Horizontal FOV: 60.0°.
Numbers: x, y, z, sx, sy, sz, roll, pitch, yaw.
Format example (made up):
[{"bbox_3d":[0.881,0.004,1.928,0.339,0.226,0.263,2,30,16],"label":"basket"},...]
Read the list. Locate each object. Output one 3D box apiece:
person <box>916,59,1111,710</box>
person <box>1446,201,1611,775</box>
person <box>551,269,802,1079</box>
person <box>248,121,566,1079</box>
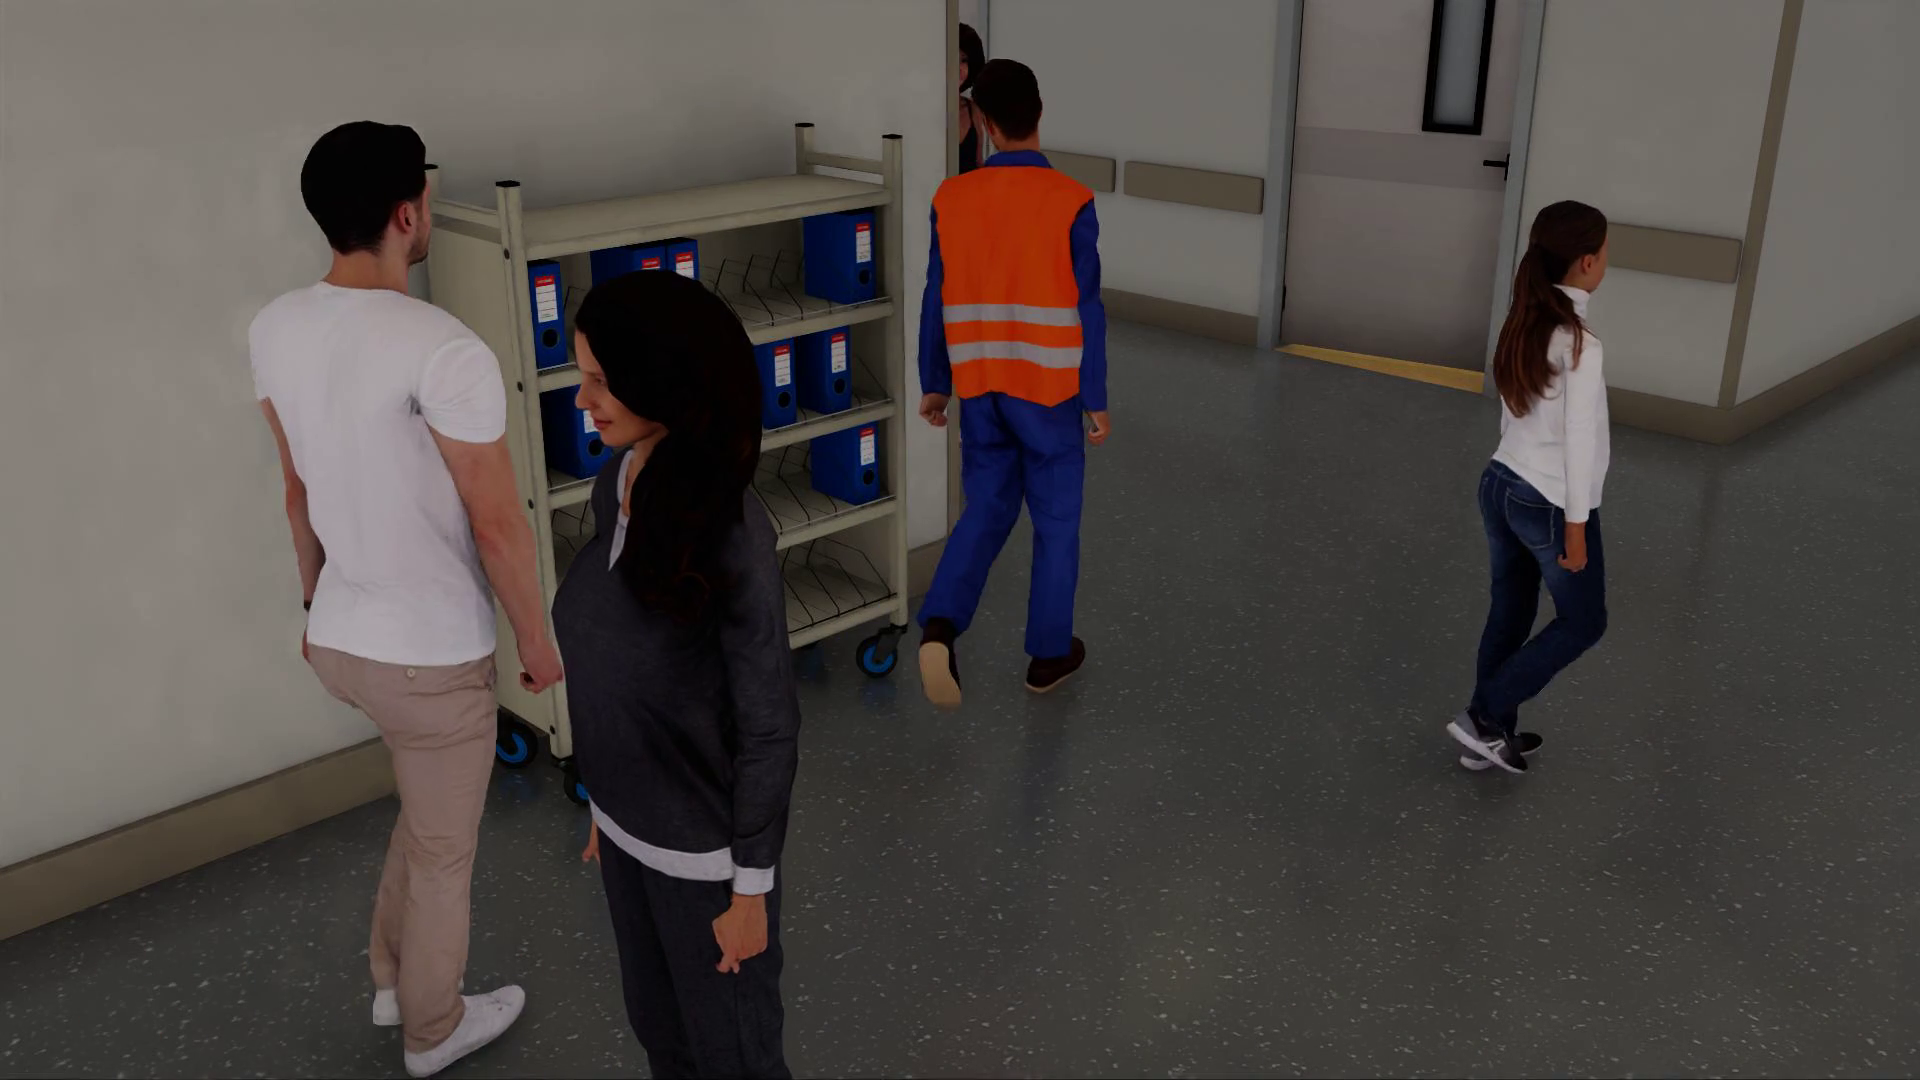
[{"bbox_3d":[0.114,-0.361,4.613,0.919,1.835,1.140,12,24,28],"label":"person"},{"bbox_3d":[1.420,-0.077,4.273,0.719,1.545,0.648,-7,22,-19],"label":"person"},{"bbox_3d":[-0.417,0.449,2.564,0.526,1.771,0.615,-18,27,-39],"label":"person"},{"bbox_3d":[-1.072,0.213,3.045,0.720,1.873,0.667,13,24,30],"label":"person"}]
